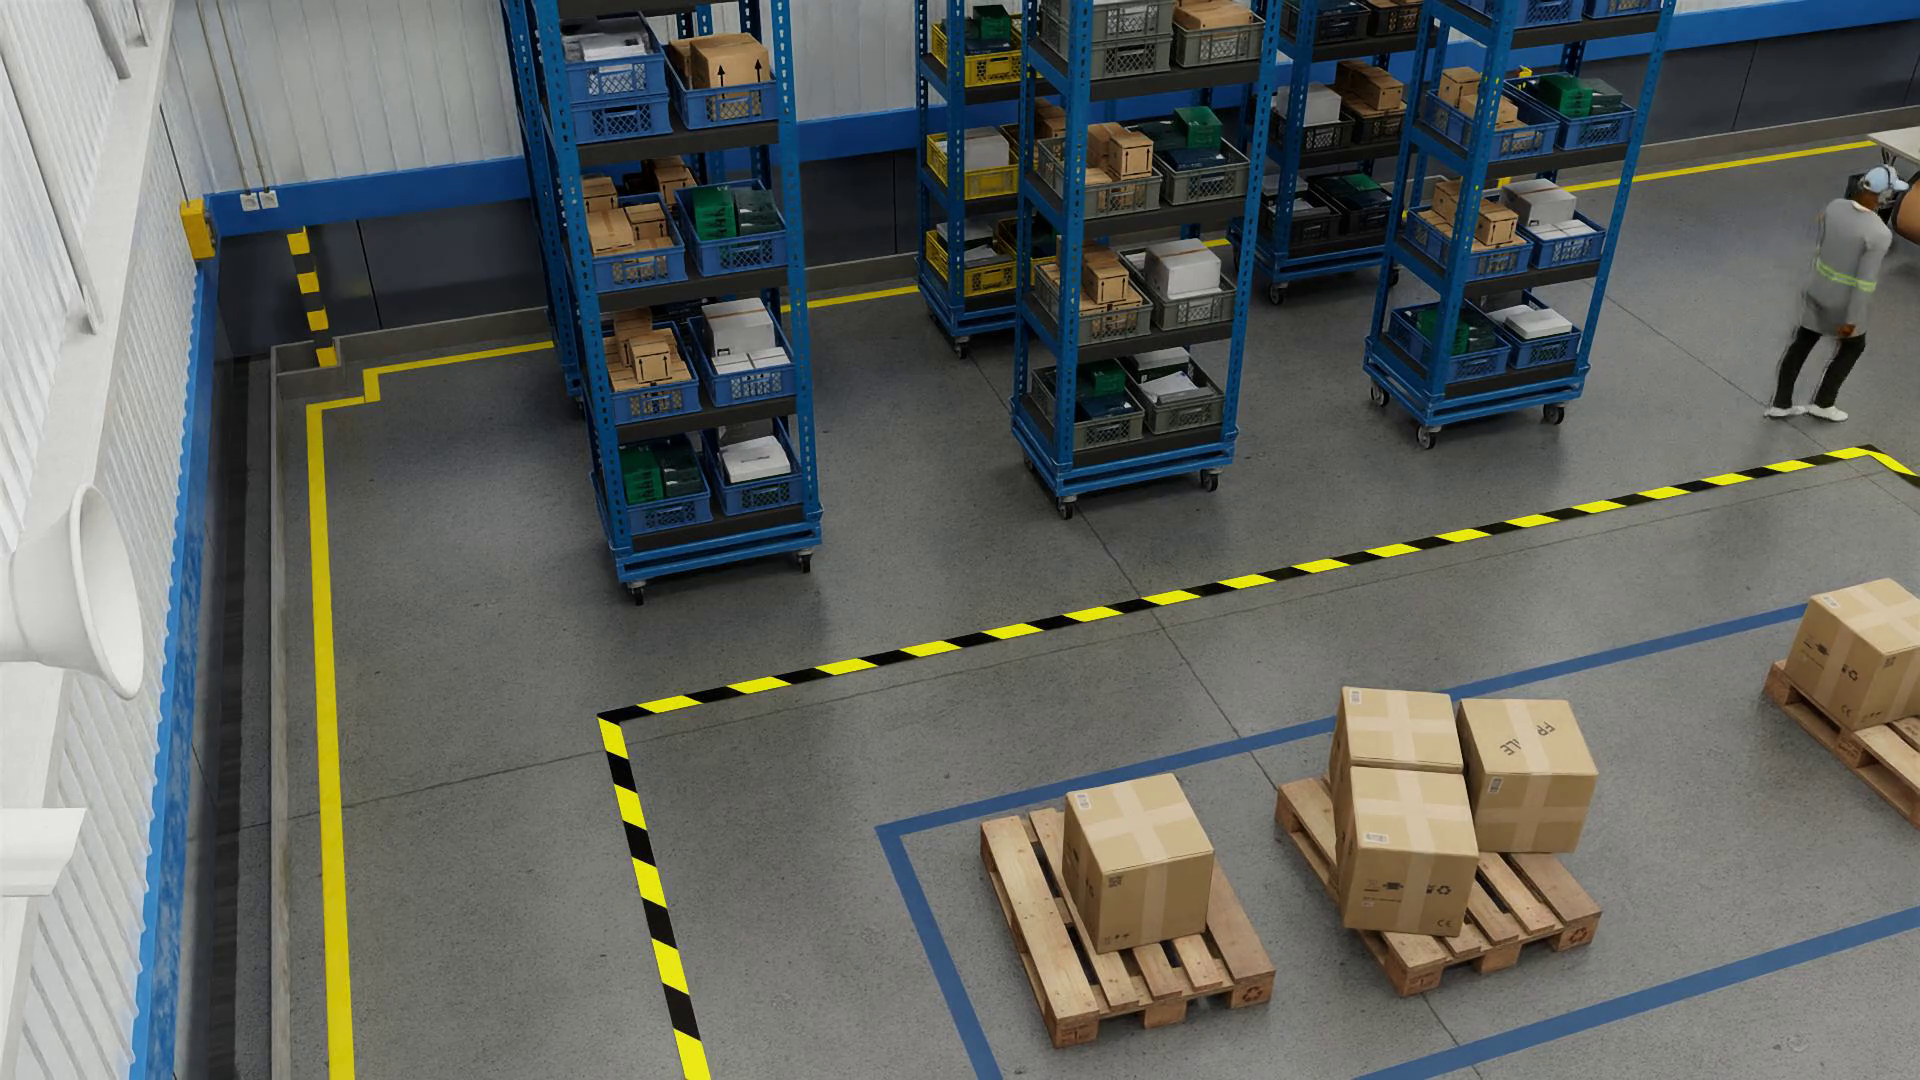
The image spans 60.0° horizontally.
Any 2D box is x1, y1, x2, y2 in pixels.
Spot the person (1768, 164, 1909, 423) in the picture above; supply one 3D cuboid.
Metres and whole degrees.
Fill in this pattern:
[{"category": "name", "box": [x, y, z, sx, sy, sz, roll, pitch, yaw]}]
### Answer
[{"category": "person", "box": [5.844, -1.616, 10.982, 0.618, 1.833, 0.606, -11, 37, -15]}]
